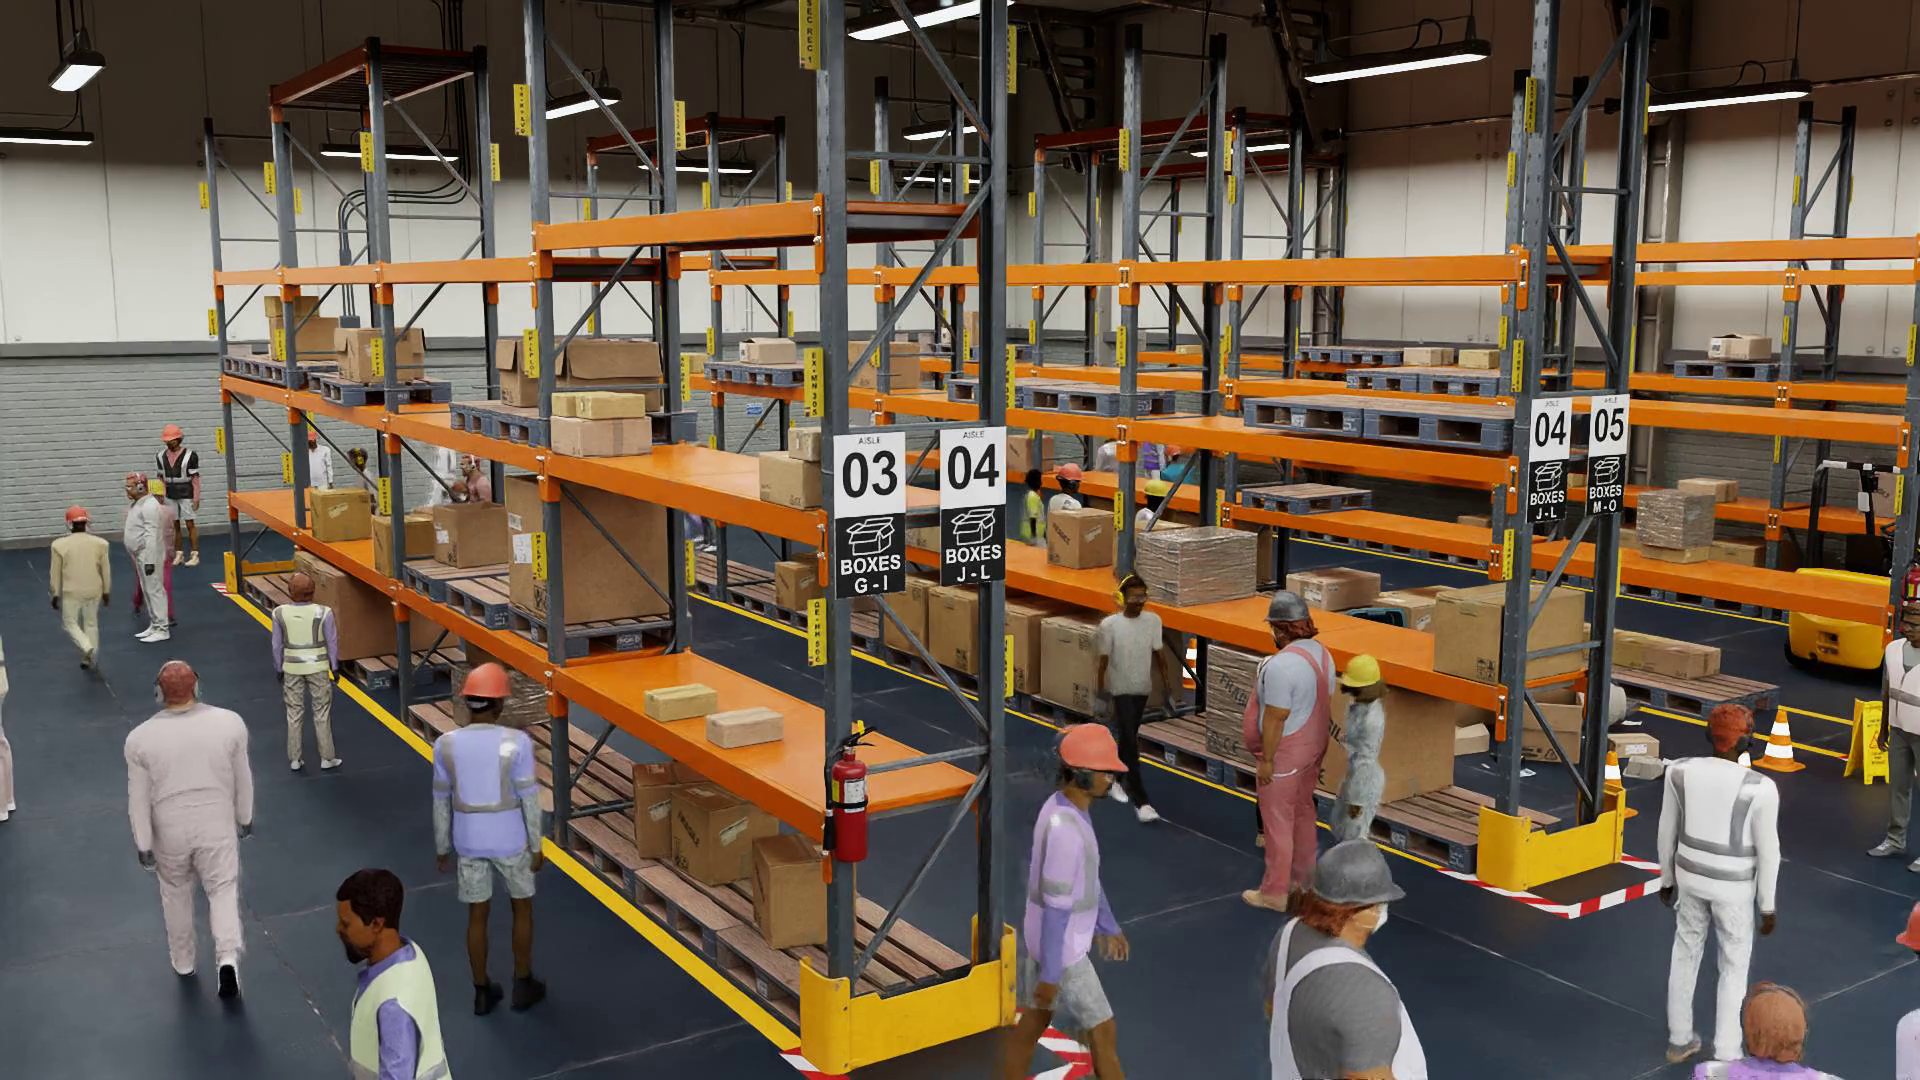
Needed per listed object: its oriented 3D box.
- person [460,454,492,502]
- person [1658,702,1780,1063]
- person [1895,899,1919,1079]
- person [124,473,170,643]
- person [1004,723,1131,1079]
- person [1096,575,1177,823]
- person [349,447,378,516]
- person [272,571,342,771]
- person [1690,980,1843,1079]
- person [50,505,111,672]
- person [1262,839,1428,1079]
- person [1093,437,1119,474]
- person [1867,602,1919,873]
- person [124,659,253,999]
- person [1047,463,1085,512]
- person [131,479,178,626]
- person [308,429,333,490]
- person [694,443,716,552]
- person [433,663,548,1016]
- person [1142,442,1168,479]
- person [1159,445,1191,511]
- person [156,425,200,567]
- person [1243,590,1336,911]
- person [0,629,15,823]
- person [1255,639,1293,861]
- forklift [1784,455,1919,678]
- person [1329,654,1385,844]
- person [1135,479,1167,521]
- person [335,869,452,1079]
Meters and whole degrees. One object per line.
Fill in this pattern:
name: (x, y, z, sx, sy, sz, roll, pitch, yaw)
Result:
person: (-6.042, -0.129, 20.663, 0.407, 1.906, 0.654, -6, 10, -33)
person: (3.782, 1.737, 8.315, 0.337, 1.882, 0.585, -7, 11, -39)
person: (3.360, 2.140, 5.603, 0.556, 1.899, 0.659, -1, 9, -6)
person: (-9.109, 0.192, 18.585, 0.399, 1.900, 0.635, -7, 11, -38)
person: (0.595, 1.806, 7.470, 0.978, 1.993, 0.599, 0, 9, -2)
person: (1.314, 1.152, 12.434, 0.539, 1.818, 0.988, -3, 9, -22)
person: (-7.825, -0.291, 21.907, 0.323, 1.870, 0.534, -5, 10, -31)
person: (-5.318, 1.072, 13.545, 0.523, 1.642, 0.306, -1, 9, -3)
person: (2.671, 2.280, 5.547, 0.532, 1.622, 0.411, 2, 9, 16)
person: (-8.942, 0.510, 16.957, 0.531, 1.738, 0.579, 7, 11, 40)
person: (1.379, 2.025, 5.877, 0.536, 2.000, 0.693, -1, 9, -7)
person: (2.334, -0.941, 26.450, 0.609, 1.781, 0.913, -7, 11, -38)
person: (6.499, 1.319, 11.279, 0.393, 1.836, 0.561, -3, 9, -17)
person: (-4.270, 1.599, 9.273, 0.642, 1.878, 0.845, -5, 10, -28)
person: (1.182, 0.173, 18.258, 0.401, 2.036, 0.606, -4, 9, -23)
person: (-9.518, 0.126, 19.578, 0.848, 1.721, 0.551, 8, 12, 43)
person: (-10.325, -0.935, 26.597, 0.574, 1.738, 0.352, -4, 9, -23)
person: (-3.839, -0.642, 25.013, 0.277, 1.627, 0.502, -6, 10, -33)
person: (-2.547, 1.620, 8.988, 0.615, 1.923, 0.408, 0, 9, 3)
person: (3.321, -1.217, 28.125, 0.429, 1.841, 0.633, -3, 9, -21)
person: (2.999, -0.509, 23.731, 0.587, 1.737, 0.456, -7, 11, -40)
person: (-11.063, -0.618, 23.523, 0.611, 2.031, 0.410, 1, 9, 6)
person: (2.077, 1.312, 10.624, 0.536, 2.000, 0.687, 7, 11, 39)
person: (-7.207, 1.133, 12.191, 0.388, 1.926, 0.590, -2, 9, -14)
person: (2.216, 1.365, 11.447, 0.319, 1.689, 0.540, -3, 9, -19)
forklift: (9.643, 0.253, 17.172, 2.313, 2.155, 1.214, -6, 10, -33)
person: (2.488, 1.524, 10.292, 0.411, 1.713, 0.537, 1, 9, 4)
person: (2.036, 0.299, 17.778, 0.395, 1.920, 0.586, 0, 9, 0)
person: (-1.983, 2.087, 5.925, 0.384, 1.909, 0.594, -3, 9, -21)
